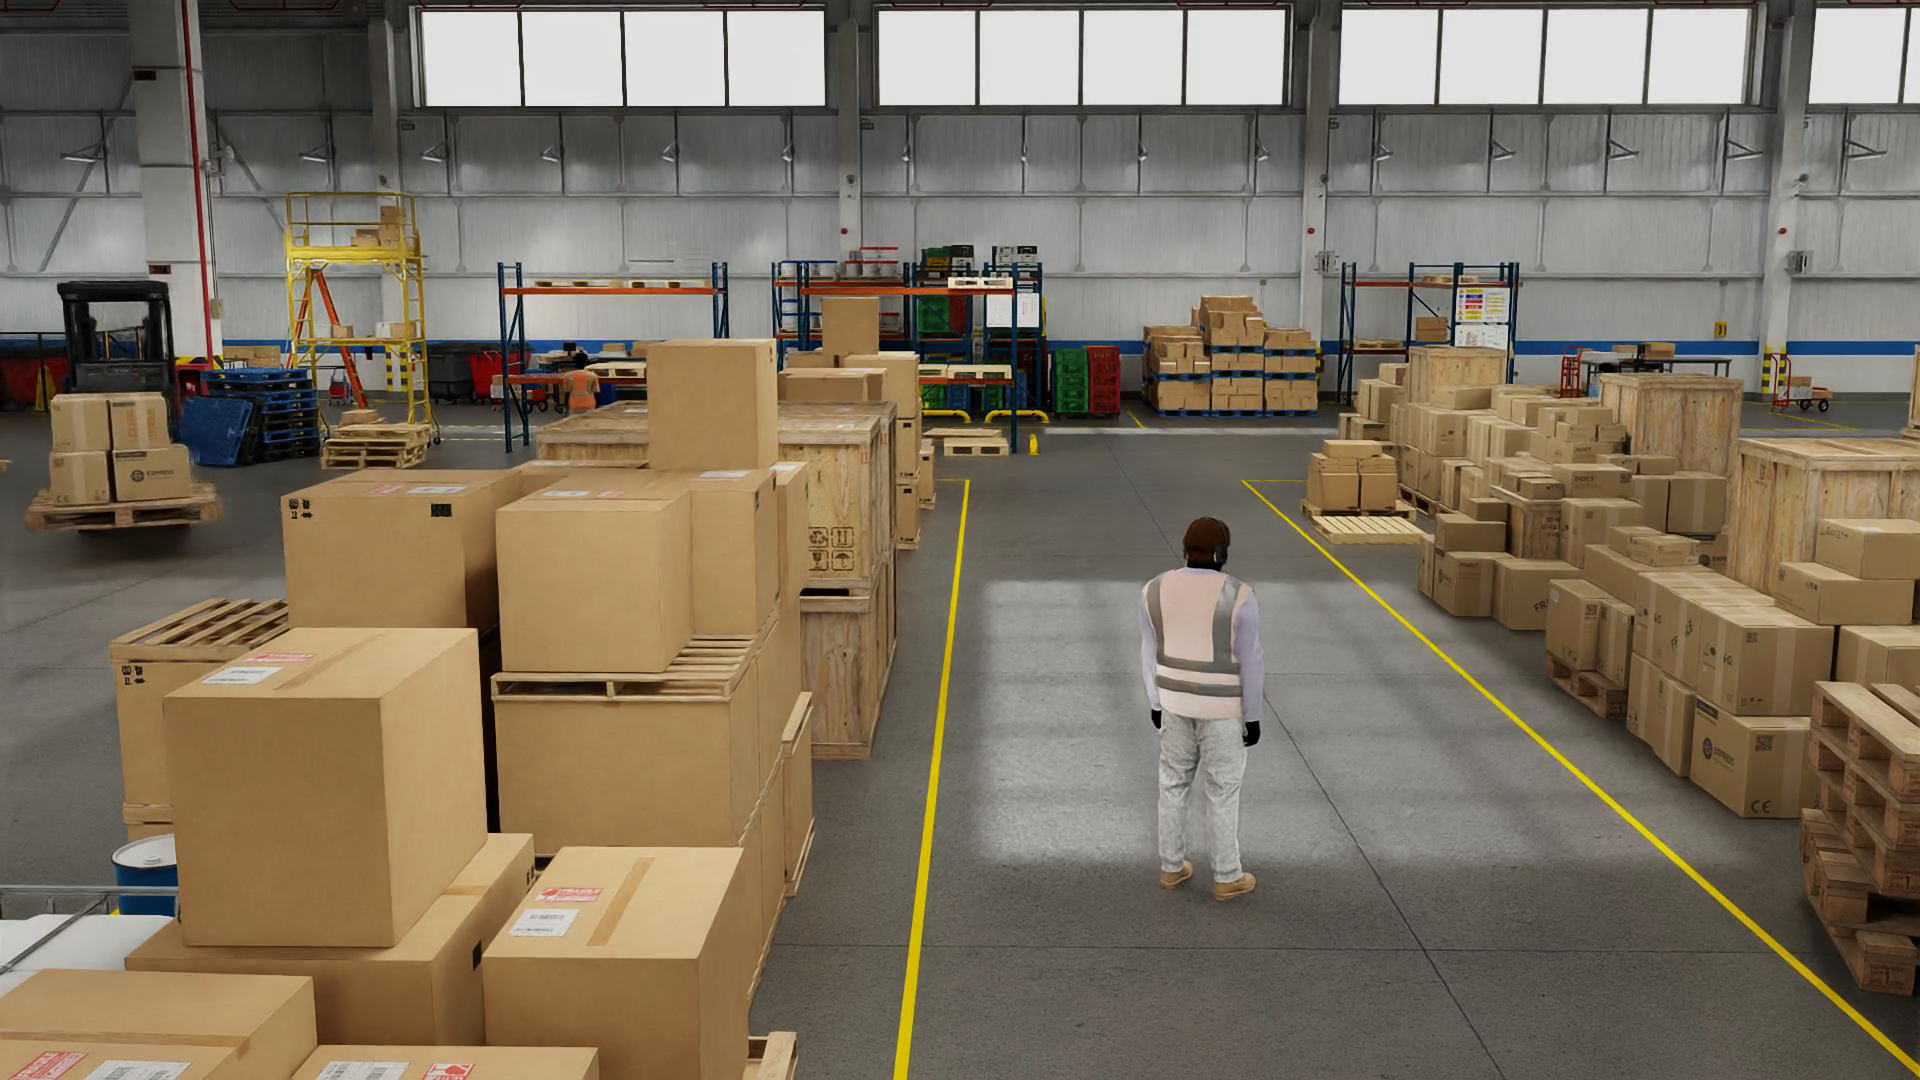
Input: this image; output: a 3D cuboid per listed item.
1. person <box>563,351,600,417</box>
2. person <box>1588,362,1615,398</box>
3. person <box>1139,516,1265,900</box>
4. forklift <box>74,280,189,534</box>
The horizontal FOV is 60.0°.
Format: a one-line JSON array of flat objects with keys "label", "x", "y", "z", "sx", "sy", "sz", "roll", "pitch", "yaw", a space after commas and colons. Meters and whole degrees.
[{"label": "person", "x": -5.728, "y": -2.010, "z": 25.213, "sx": 0.540, "sy": 1.696, "sz": 0.316, "roll": -2, "pitch": 10, "yaw": -11}, {"label": "person", "x": 8.939, "y": -1.629, "z": 23.026, "sx": 0.533, "sy": 1.664, "sz": 0.837, "roll": -3, "pitch": 10, "yaw": -17}, {"label": "person", "x": 1.170, "y": 0.799, "z": 7.965, "sx": 0.625, "sy": 1.841, "sz": 0.429, "roll": 6, "pitch": 11, "yaw": 34}, {"label": "forklift", "x": -9.647, "y": -1.604, "z": 19.243, "sx": 1.129, "sy": 2.768, "sz": 1.873, "roll": -4, "pitch": 10, "yaw": -24}]
